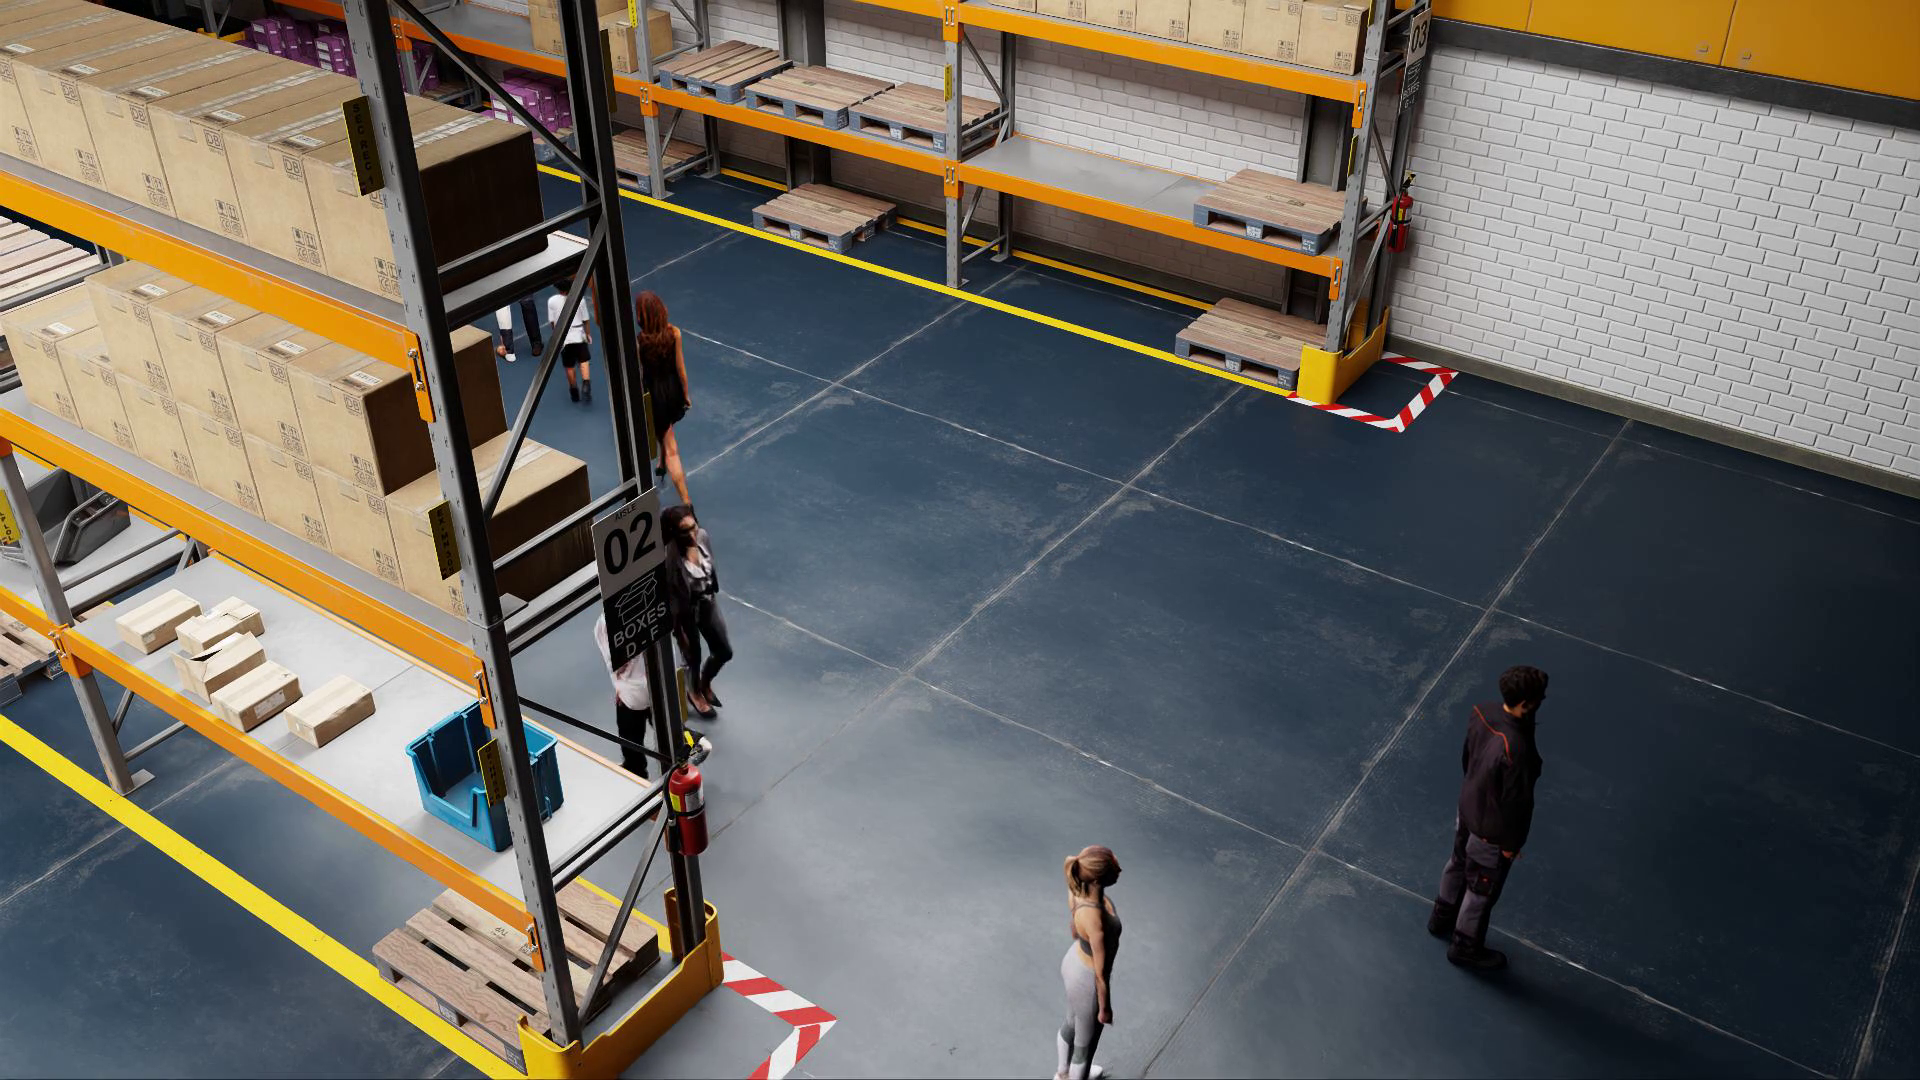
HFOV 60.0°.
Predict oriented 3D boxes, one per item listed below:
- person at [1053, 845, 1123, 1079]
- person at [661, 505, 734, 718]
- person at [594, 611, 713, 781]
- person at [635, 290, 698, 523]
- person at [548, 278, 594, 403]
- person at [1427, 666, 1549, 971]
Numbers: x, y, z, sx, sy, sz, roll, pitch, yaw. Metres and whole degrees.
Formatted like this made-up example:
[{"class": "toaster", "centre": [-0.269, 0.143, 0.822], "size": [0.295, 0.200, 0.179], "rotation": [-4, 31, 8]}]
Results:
[{"class": "person", "centre": [0.606, 2.117, 8.000], "size": [0.705, 1.704, 0.640], "rotation": [-6, 34, -10]}, {"class": "person", "centre": [-1.760, 0.453, 10.546], "size": [0.573, 1.657, 0.624], "rotation": [21, 39, 28]}, {"class": "person", "centre": [-1.884, 0.812, 9.996], "size": [1.000, 1.668, 0.824], "rotation": [9, 35, 13]}, {"class": "person", "centre": [-2.222, -0.958, 12.559], "size": [0.932, 1.779, 1.232], "rotation": [-17, 37, -23]}, {"class": "person", "centre": [-3.320, -1.736, 14.210], "size": [0.627, 1.245, 0.690], "rotation": [-11, 35, -15]}, {"class": "person", "centre": [2.800, 1.444, 8.794], "size": [0.839, 1.946, 0.777], "rotation": [-6, 34, -9]}]
